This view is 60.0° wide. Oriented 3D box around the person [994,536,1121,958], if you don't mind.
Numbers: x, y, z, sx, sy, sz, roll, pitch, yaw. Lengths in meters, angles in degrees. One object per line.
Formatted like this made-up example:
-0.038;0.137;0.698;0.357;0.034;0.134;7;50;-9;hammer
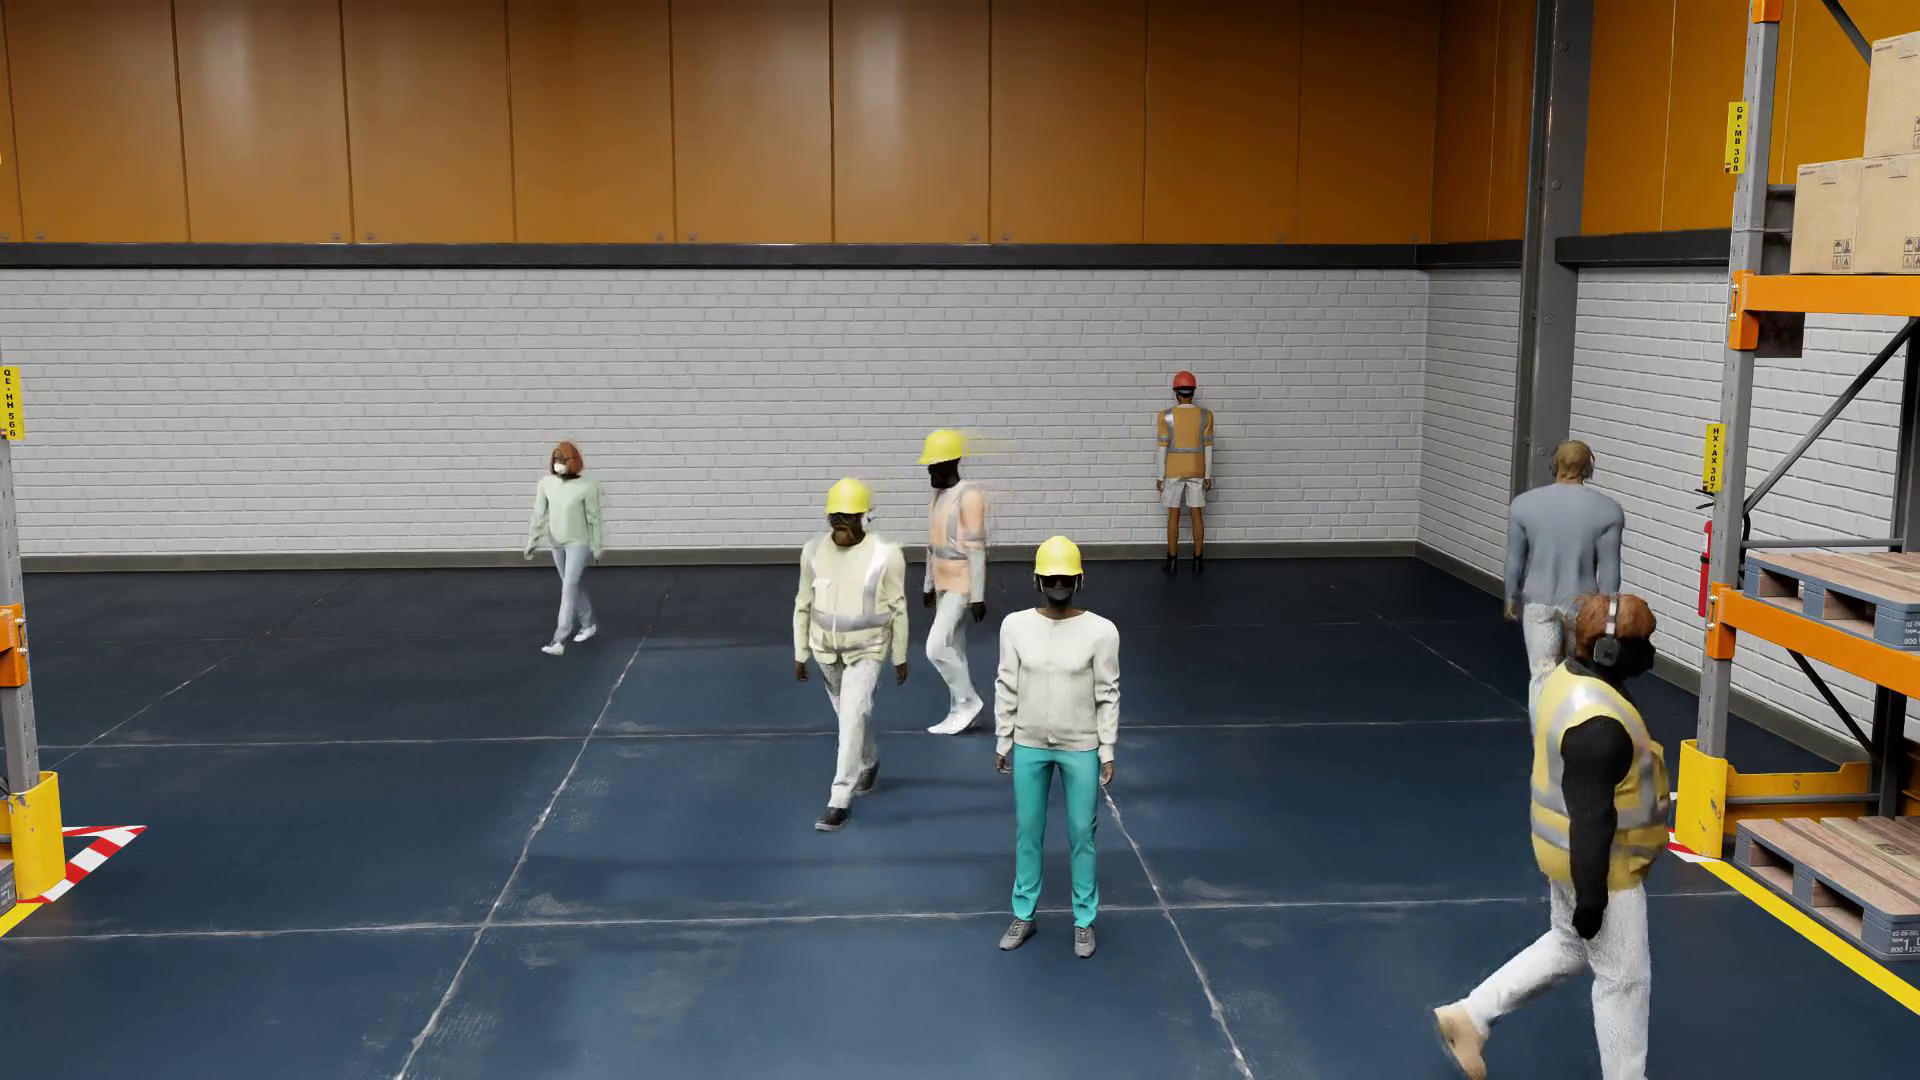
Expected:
0.398;0.857;6.930;0.532;1.772;0.300;3;9;15;person

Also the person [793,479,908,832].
-0.580;0.554;8.771;0.604;1.789;0.942;3;10;21;person

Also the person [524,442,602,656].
-2.965;0.049;12.583;0.512;1.588;0.878;3;10;20;person

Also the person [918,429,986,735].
-0.068;0.274;10.148;0.438;1.903;0.615;-4;10;-24;person

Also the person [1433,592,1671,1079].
2.042;1.056;5.511;0.782;1.823;0.627;2;9;12;person

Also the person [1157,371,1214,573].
2.132;-0.641;15.830;0.543;1.932;0.365;0;9;-1;person

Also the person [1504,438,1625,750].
3.450;0.366;9.560;0.638;1.907;0.782;3;10;21;person
